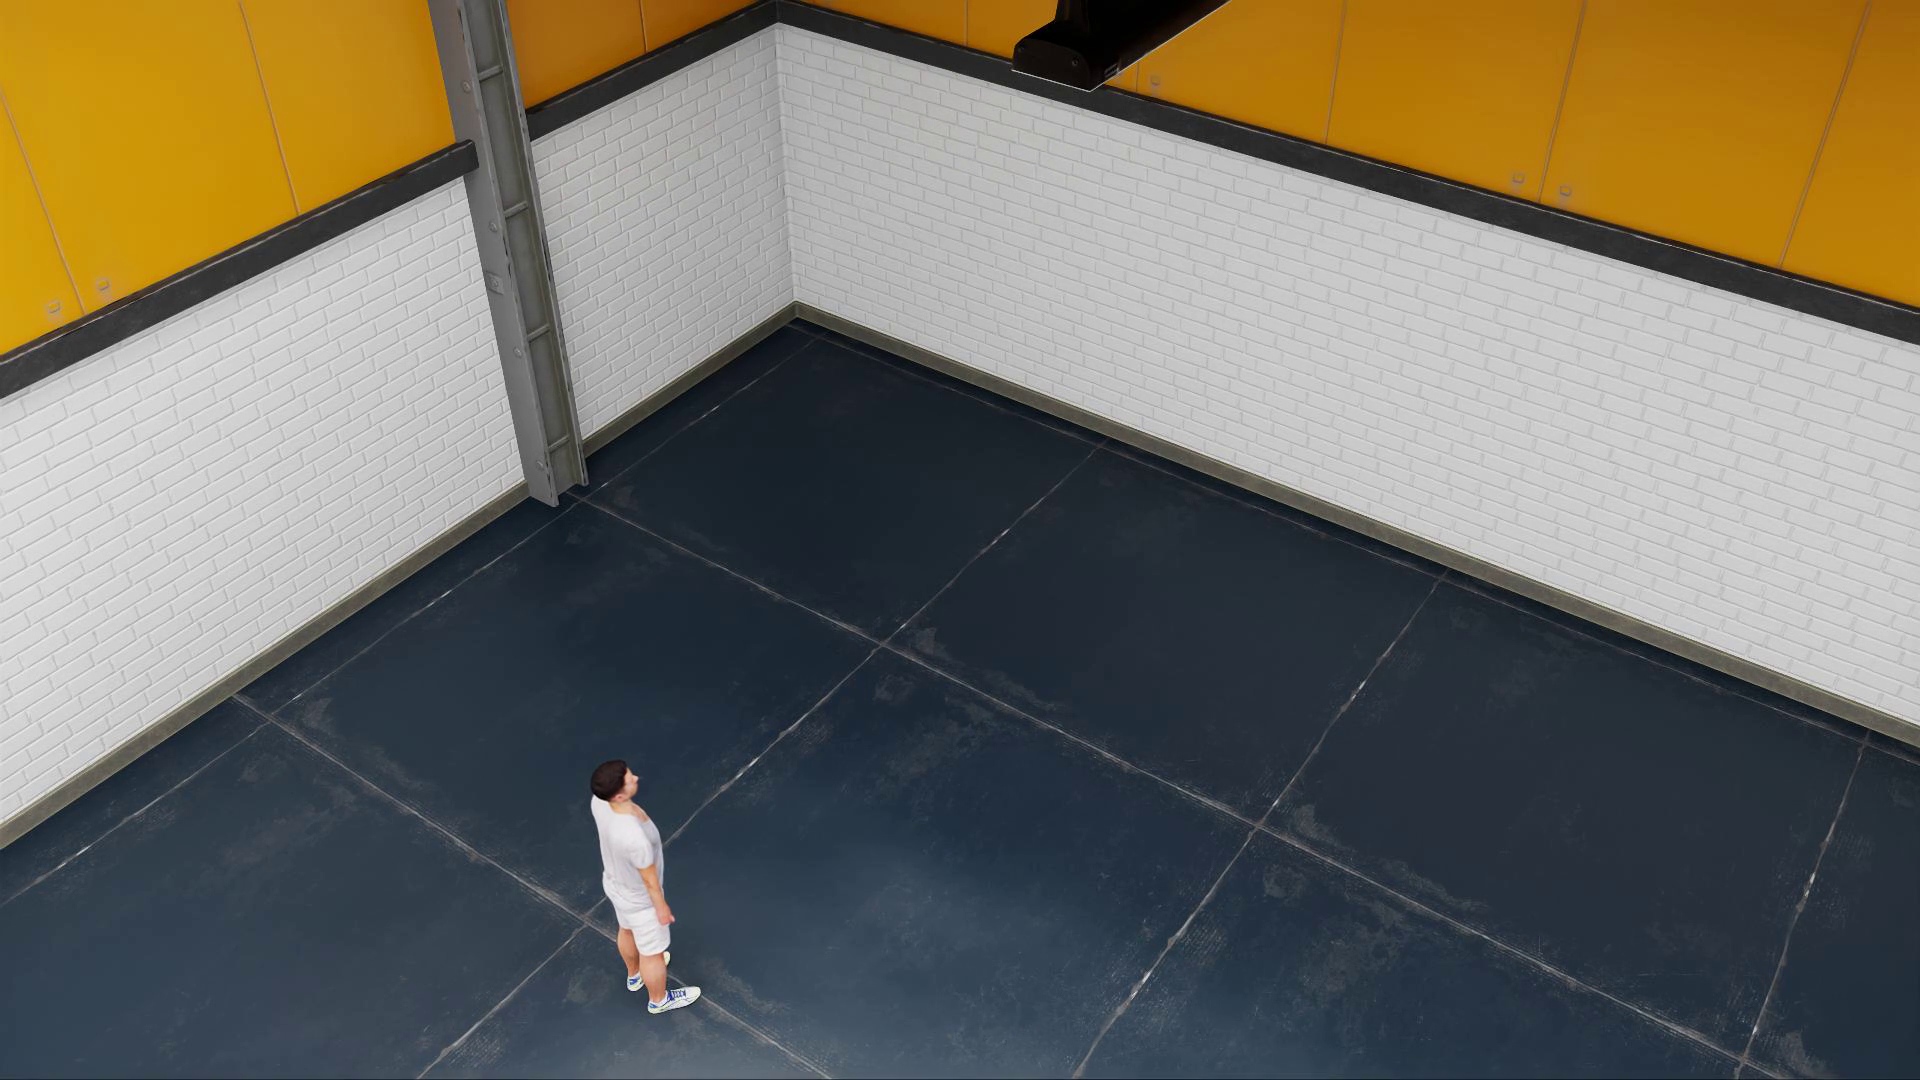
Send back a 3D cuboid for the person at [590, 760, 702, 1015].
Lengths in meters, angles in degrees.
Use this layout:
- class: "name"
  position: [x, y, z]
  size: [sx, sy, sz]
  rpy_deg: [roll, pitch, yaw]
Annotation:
- class: "person"
  position: [-1.775, 1.878, 9.041]
  size: [0.696, 1.855, 0.750]
  rpy_deg: [-25, 45, -28]
